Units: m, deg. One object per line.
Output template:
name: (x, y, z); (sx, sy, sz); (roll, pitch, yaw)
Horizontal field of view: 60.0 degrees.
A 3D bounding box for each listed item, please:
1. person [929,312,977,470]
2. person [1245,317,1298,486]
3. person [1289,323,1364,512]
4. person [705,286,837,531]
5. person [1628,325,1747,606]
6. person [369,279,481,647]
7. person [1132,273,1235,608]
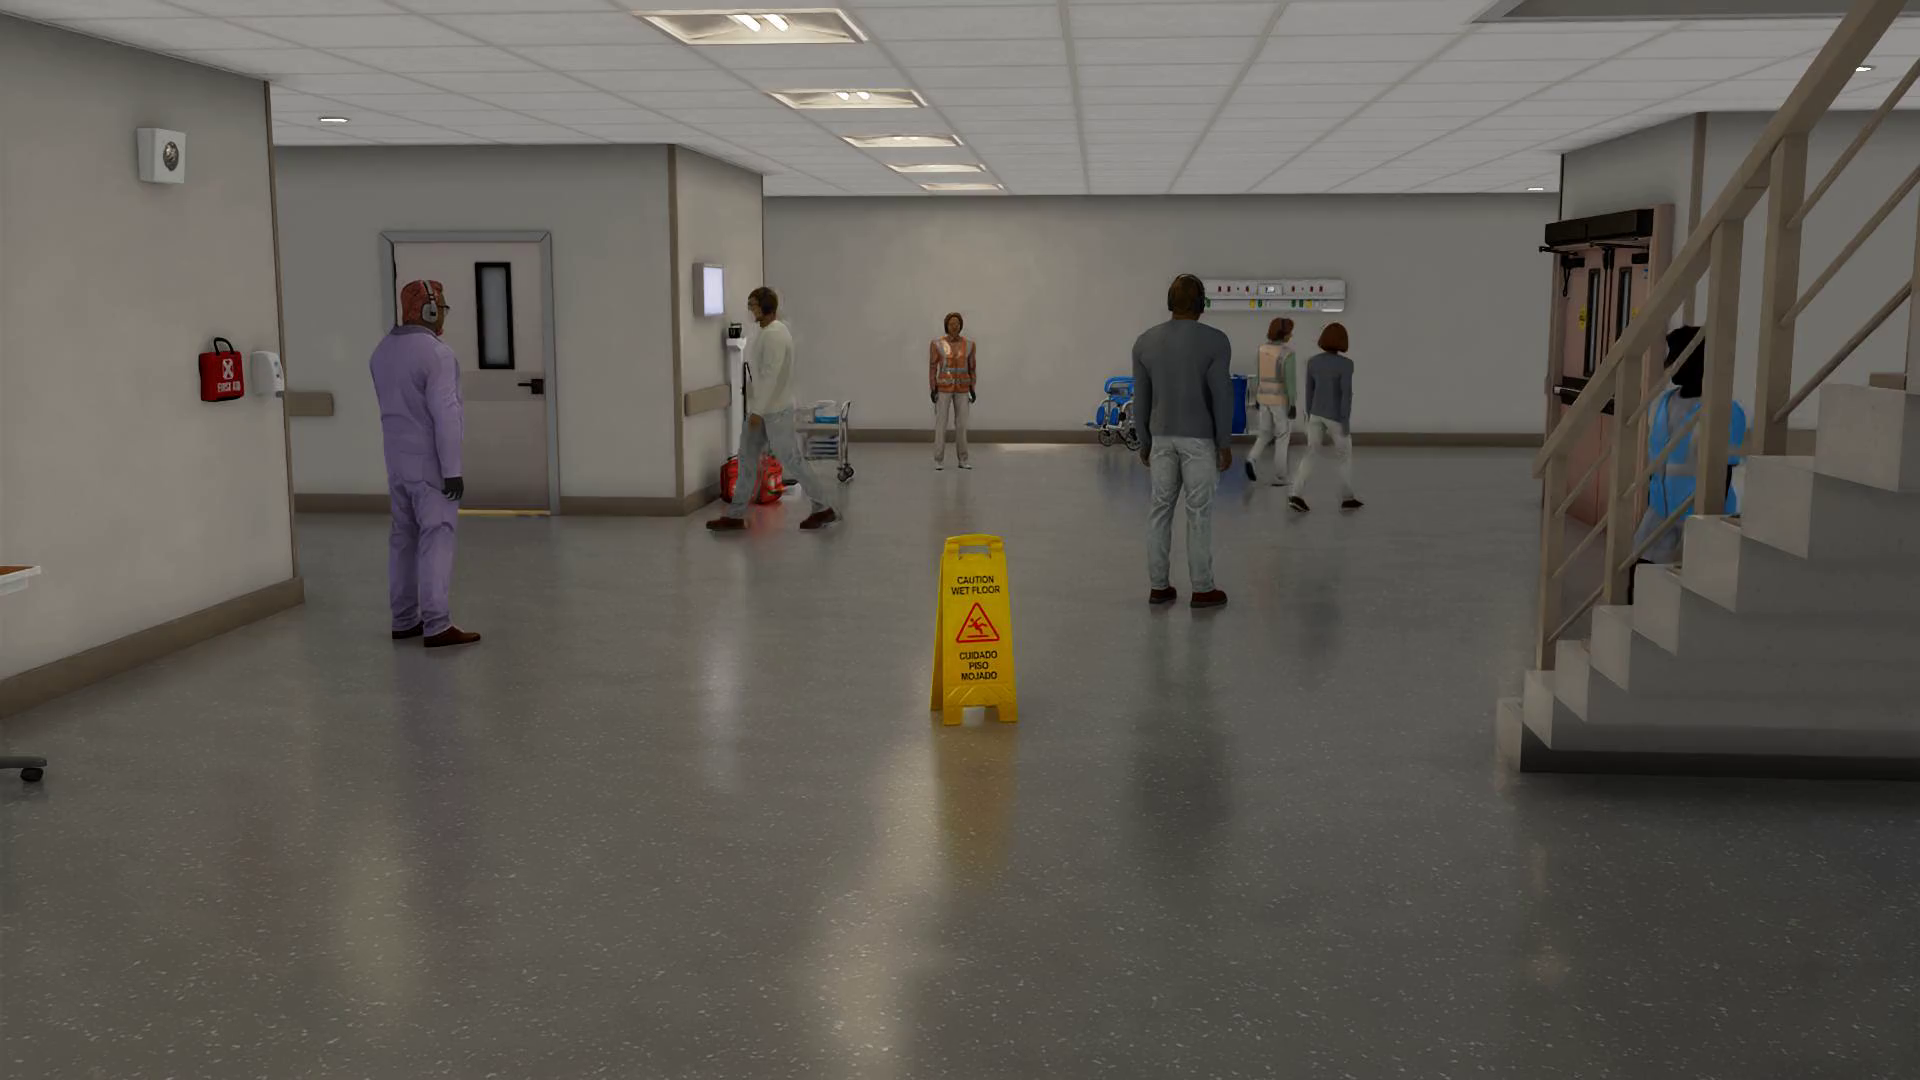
person: (-0.076, -1.548, 17.356); (0.514, 1.639, 0.307); (-2, 9, -15)
person: (2.976, -1.298, 15.718); (0.515, 1.612, 0.543); (-6, 10, -35)
person: (3.082, -1.030, 13.978); (0.833, 1.593, 0.510); (-7, 11, -39)
person: (-1.433, -1.003, 12.811); (1.001, 1.896, 0.634); (-3, 9, -20)
person: (3.202, -0.118, 7.467); (0.676, 1.669, 0.551); (-4, 9, -24)
person: (-2.775, -0.398, 8.669); (0.646, 1.900, 0.399); (7, 11, 41)
person: (1.304, -0.573, 9.701); (0.627, 1.941, 0.370); (5, 10, 32)
